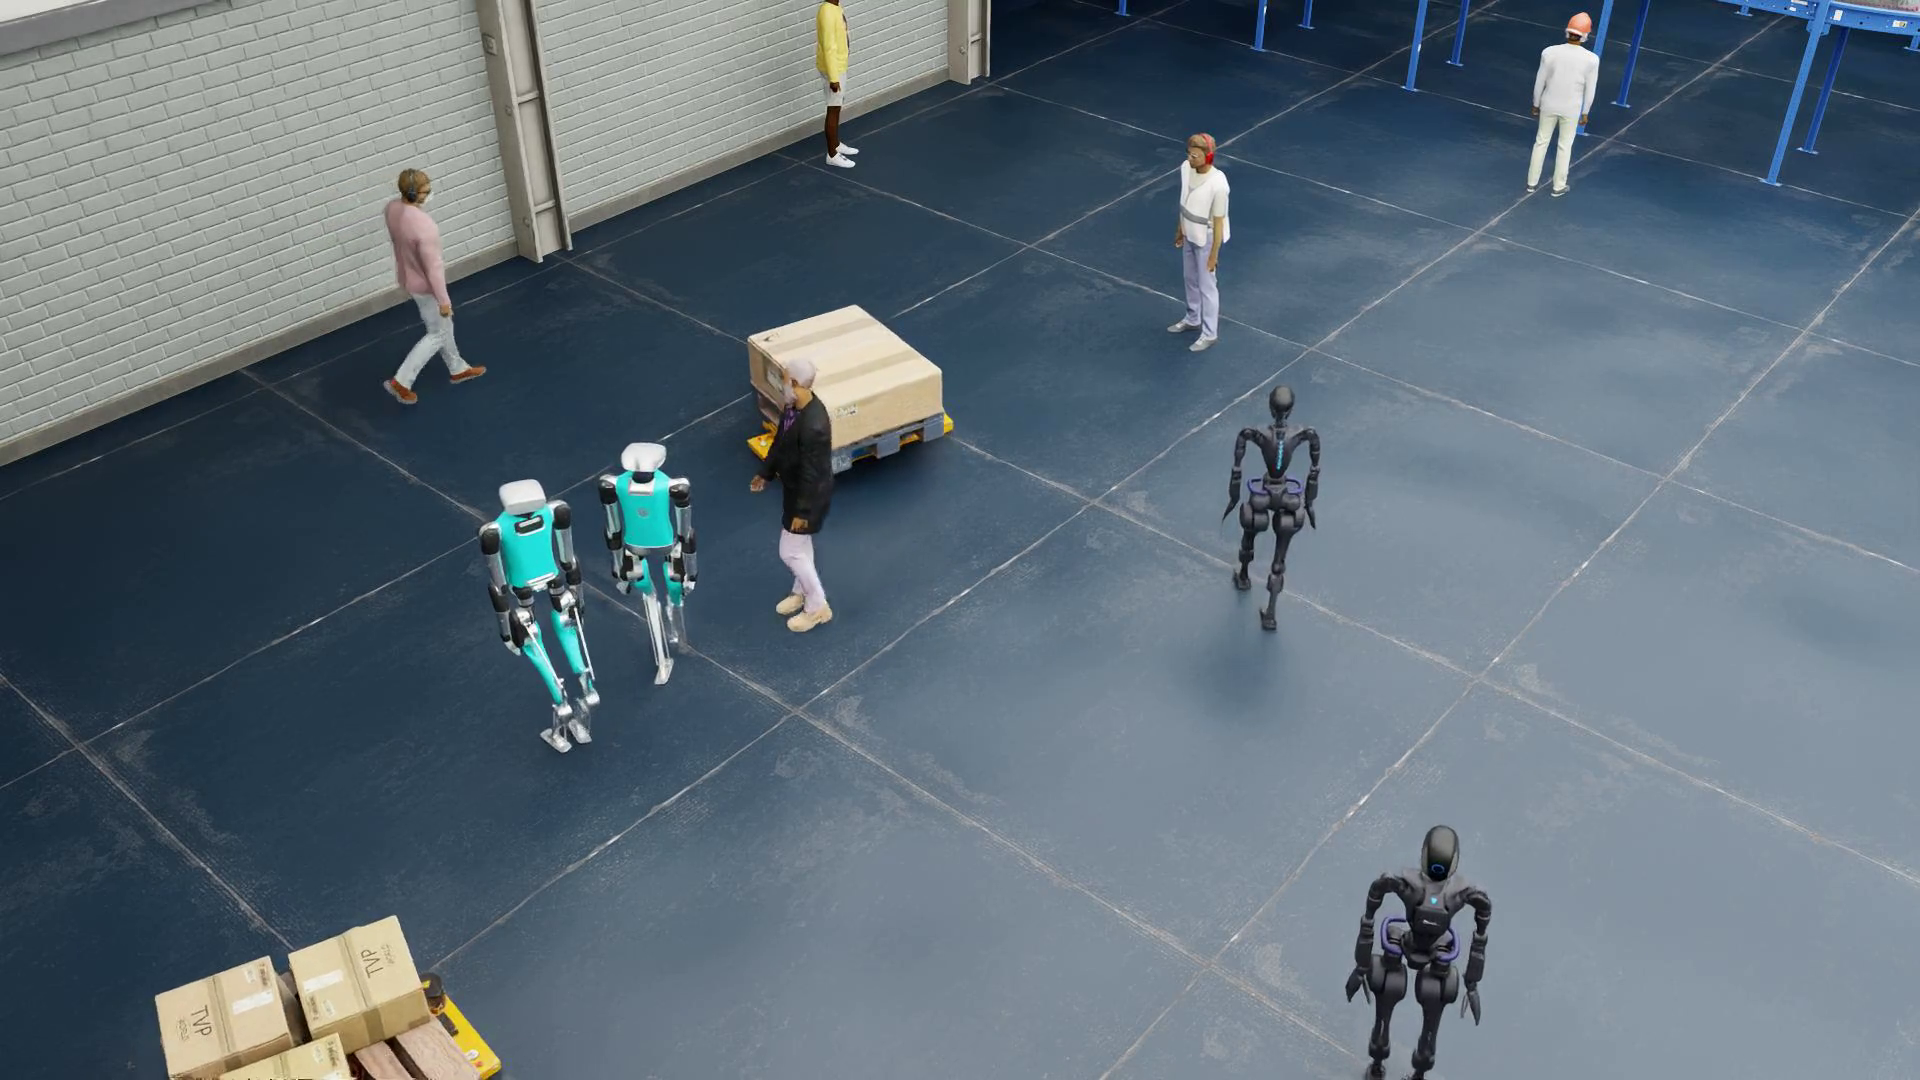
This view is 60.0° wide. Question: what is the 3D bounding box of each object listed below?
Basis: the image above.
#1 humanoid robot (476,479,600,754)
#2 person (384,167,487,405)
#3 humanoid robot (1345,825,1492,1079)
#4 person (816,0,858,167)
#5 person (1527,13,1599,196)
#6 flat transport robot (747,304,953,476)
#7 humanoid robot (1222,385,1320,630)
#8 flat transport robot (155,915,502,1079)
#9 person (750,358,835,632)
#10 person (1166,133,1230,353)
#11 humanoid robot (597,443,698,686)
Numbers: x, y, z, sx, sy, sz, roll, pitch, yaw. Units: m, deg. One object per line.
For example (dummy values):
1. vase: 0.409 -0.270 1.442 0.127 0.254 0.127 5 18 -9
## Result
1. humanoid robot: -2.268 0.534 9.353 0.537 1.774 0.688 -23 41 -29
2. person: -4.131 -1.922 12.685 0.834 1.905 0.644 -28 44 -33
3. humanoid robot: 2.051 1.931 7.453 0.596 1.652 0.340 7 36 9
4. person: -1.240 -4.683 16.558 0.371 1.898 0.555 2 36 3
5. person: 5.786 -4.181 15.977 0.561 1.752 0.330 21 40 27
6. flat transport robot: -0.822 -0.833 12.557 1.431 0.231 0.659 -21 41 -27
7. humanoid robot: 1.981 -0.271 10.567 0.591 1.634 0.668 2 36 3
8. flat transport robot: -2.931 2.614 7.717 1.431 0.231 0.659 -28 44 -33
9. person: -1.038 -0.285 10.436 0.528 1.835 0.570 -8 36 -12
10. person: 1.948 -2.420 13.446 0.404 1.830 0.574 -14 38 -19
11. humanoid robot: -1.793 0.109 10.056 0.545 1.887 0.779 1 35 2
